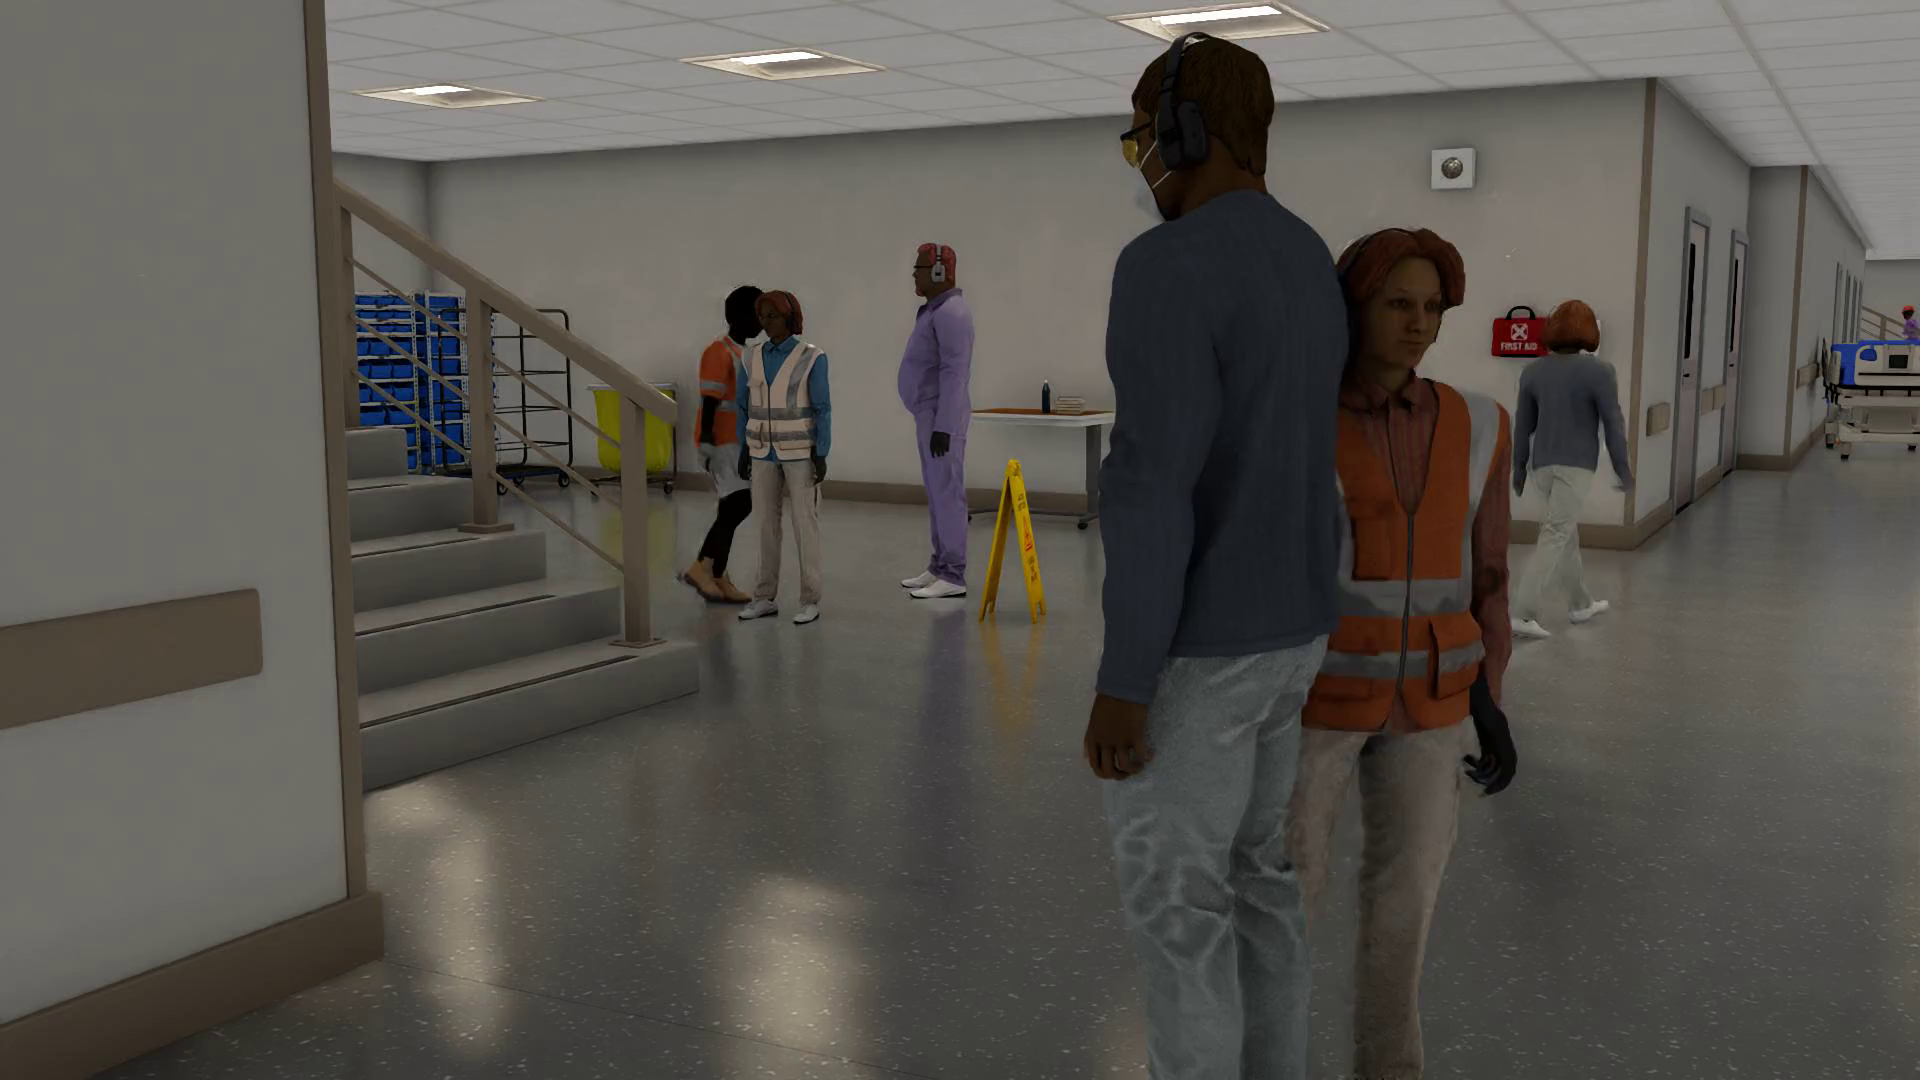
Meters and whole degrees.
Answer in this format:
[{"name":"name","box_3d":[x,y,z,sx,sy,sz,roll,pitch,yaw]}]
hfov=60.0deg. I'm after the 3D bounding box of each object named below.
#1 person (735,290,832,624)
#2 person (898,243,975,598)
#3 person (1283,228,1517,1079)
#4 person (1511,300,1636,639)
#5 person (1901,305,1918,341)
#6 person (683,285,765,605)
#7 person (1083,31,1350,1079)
[{"name":"person","box_3d":[-0.872,-0.405,8.203,0.521,1.639,0.311,3,8,25]},{"name":"person","box_3d":[-0.133,-0.642,9.005,0.408,1.909,0.638,-1,7,-8]},{"name":"person","box_3d":[0.670,0.300,2.838,0.571,1.627,0.312,-2,8,-12]},{"name":"person","box_3d":[2.881,-0.335,7.876,0.872,1.586,0.502,-4,9,-30]},{"name":"person","box_3d":[21.917,-4.467,38.451,0.435,1.908,0.598,6,9,37]},{"name":"person","box_3d":[-1.188,-0.487,8.672,0.381,1.669,0.589,2,8,13]},{"name":"person","box_3d":[0.402,0.176,2.650,0.386,1.927,0.641,5,9,33]}]
